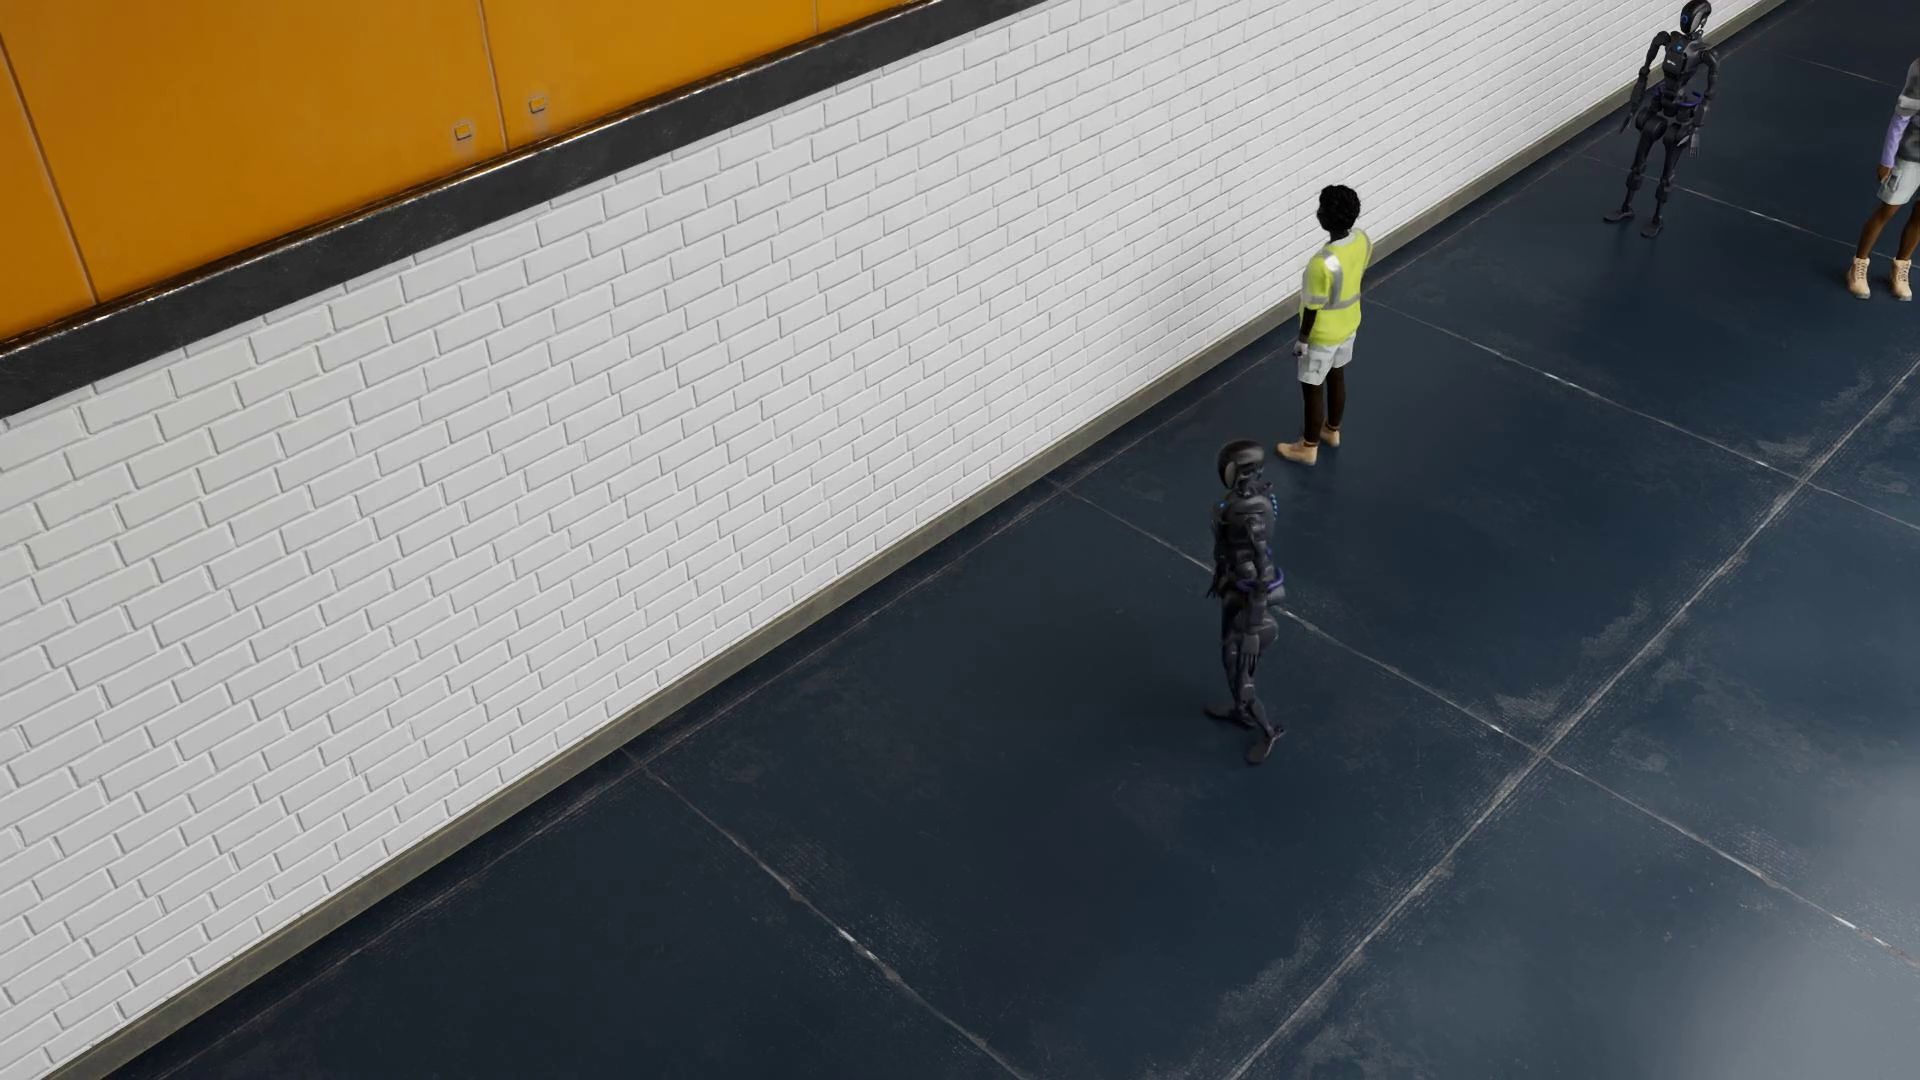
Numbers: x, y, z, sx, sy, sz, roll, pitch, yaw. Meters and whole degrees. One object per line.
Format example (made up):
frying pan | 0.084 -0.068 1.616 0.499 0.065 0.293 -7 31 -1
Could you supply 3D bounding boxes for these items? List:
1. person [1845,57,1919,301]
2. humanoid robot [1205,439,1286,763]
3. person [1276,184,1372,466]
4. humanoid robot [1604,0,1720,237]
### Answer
person | 6.178 -2.452 10.582 0.599 2.036 0.411 1 39 2
humanoid robot | 1.301 0.253 7.475 0.406 1.640 0.602 -7 39 -8
person | 2.040 -1.185 9.267 0.319 1.690 0.531 29 47 31
humanoid robot | 4.853 -2.890 11.393 0.315 1.657 0.599 -26 45 -28
